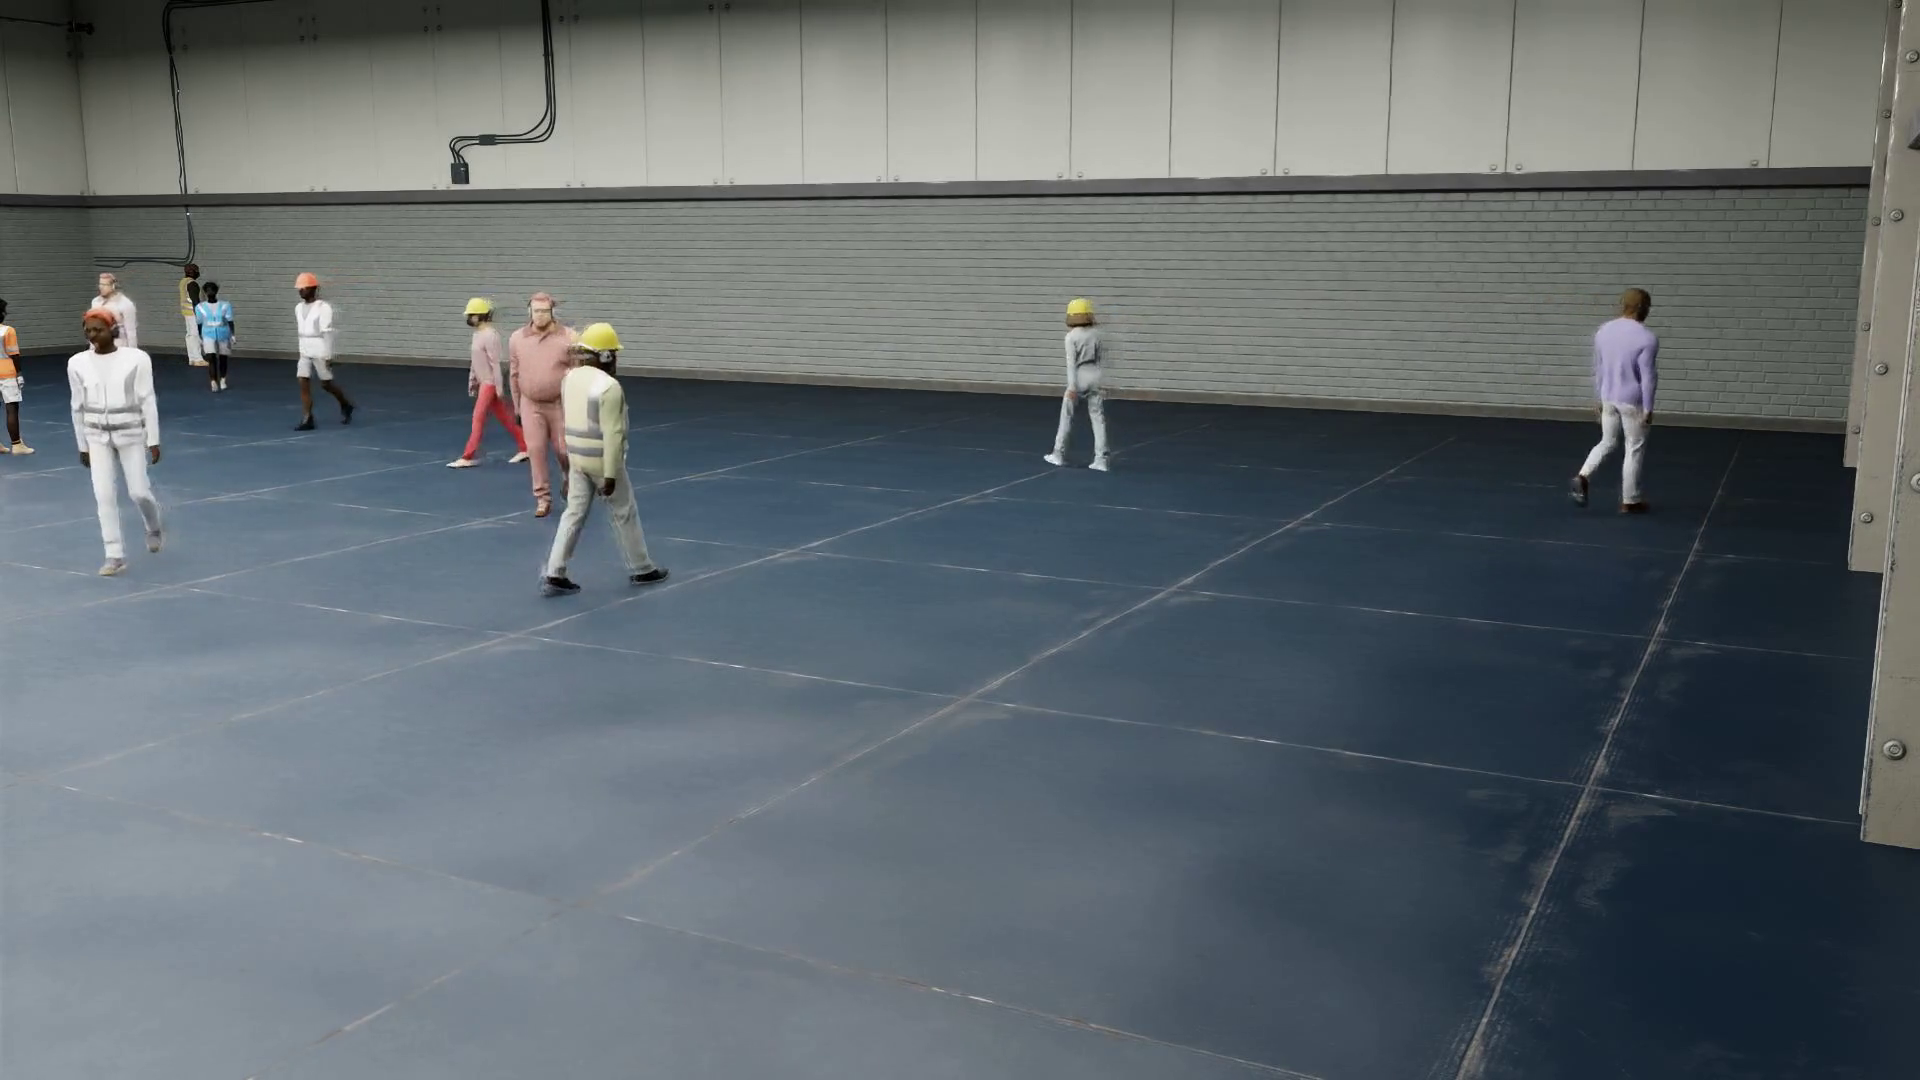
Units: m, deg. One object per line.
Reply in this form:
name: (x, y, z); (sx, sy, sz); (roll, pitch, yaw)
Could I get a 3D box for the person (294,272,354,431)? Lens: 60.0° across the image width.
person: (-7.806, -2.300, 20.249); (0.551, 1.910, 0.845); (4, 11, 22)

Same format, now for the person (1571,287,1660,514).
person: (5.542, -1.153, 13.944); (0.714, 1.924, 0.638); (-5, 12, -27)

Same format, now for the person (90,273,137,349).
person: (-10.803, -2.483, 21.331); (0.649, 1.878, 0.809); (5, 11, 24)

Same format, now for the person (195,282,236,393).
person: (-11.245, -3.072, 25.132); (0.528, 1.660, 0.840); (-5, 12, -26)

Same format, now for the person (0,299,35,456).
person: (-10.241, -1.741, 17.779); (0.533, 1.697, 0.318); (2, 11, 13)

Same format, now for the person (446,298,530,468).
person: (-4.811, -1.608, 17.005); (0.918, 1.717, 0.540); (-6, 12, -28)

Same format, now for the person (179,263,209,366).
person: (-13.847, -4.072, 30.094); (0.430, 1.845, 0.619); (-8, 13, -39)

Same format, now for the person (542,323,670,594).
person: (-2.391, -0.534, 10.966); (0.592, 1.789, 0.916); (8, 13, 39)

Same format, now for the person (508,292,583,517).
person: (-3.495, -1.164, 14.149); (0.639, 1.885, 0.737); (-1, 10, -3)

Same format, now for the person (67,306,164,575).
person: (-5.929, -0.716, 11.738); (0.589, 1.864, 0.698); (-1, 10, -8)

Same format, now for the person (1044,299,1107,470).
person: (1.192, -1.570, 16.827); (0.501, 1.707, 0.846); (-7, 13, -34)
